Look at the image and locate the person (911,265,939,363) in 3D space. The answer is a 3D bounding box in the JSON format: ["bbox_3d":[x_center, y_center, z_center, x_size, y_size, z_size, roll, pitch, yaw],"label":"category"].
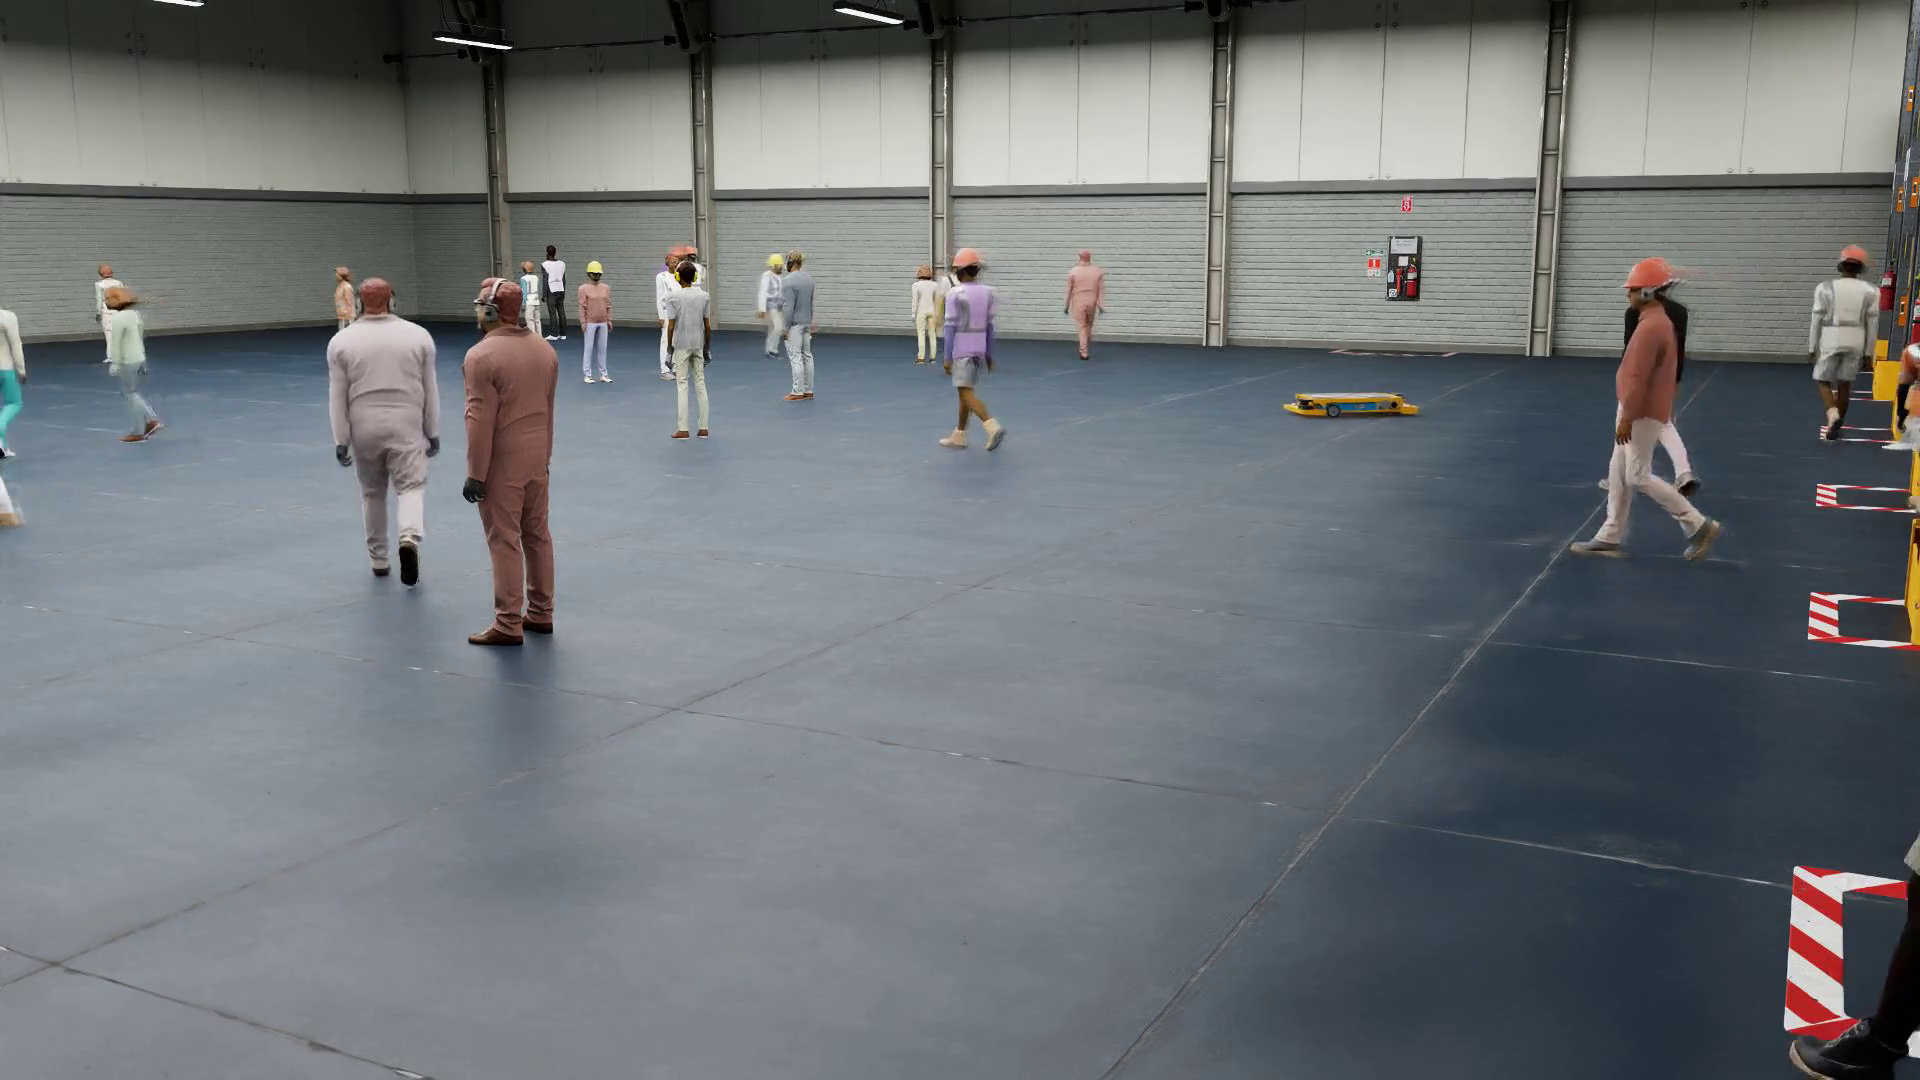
[{"bbox_3d":[-0.584,-3.771,27.810,0.503,1.633,0.280,-6,12,-29],"label":"person"}]

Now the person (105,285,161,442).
[{"bbox_3d":[-8.569,-1.809,17.132,0.336,1.616,0.521,-1,10,-6],"label":"person"}]

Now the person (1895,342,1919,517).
[{"bbox_3d":[7.167,-0.923,12.208,0.541,1.638,0.858,4,11,23],"label":"person"}]

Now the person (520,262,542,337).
[{"bbox_3d":[-8.073,-4.406,31.263,0.315,1.636,0.515,4,11,19],"label":"person"}]

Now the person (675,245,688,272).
[{"bbox_3d":[-5.609,-5.063,34.079,0.787,1.911,0.567,3,11,16],"label":"person"}]

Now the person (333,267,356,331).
[{"bbox_3d":[-9.696,-3.489,26.257,0.307,1.639,0.529,-7,12,-32],"label":"person"}]

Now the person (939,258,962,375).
[{"bbox_3d":[0.000,-3.385,25.235,0.529,1.800,0.909,-7,13,-35],"label":"person"}]

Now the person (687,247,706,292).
[{"bbox_3d":[-5.083,-4.602,31.634,0.372,1.907,0.571,9,14,42],"label":"person"}]

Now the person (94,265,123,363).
[{"bbox_3d":[-14.241,-3.789,27.893,0.312,1.638,0.512,6,12,29],"label":"person"}]

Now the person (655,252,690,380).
[{"bbox_3d":[-4.253,-3.322,24.678,0.362,1.883,0.576,8,13,37],"label":"person"}]

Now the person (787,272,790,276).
[{"bbox_3d":[-3.424,-4.927,33.894,0.916,1.717,0.535,4,11,22],"label":"person"}]

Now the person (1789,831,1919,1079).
[{"bbox_3d":[2.488,0.503,3.807,0.684,1.915,0.930,-6,12,-30],"label":"person"}]

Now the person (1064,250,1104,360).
[{"bbox_3d":[2.109,-4.058,28.743,0.673,1.855,0.960,-2,11,-13],"label":"person"}]

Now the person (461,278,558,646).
[{"bbox_3d":[-2.373,-0.405,8.698,0.408,1.913,0.642,4,11,22],"label":"person"}]

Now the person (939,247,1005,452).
[{"bbox_3d":[0.130,-1.869,16.411,0.614,2.018,0.915,-10,14,-44],"label":"person"}]

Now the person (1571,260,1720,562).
[{"bbox_3d":[4.499,-0.823,10.799,0.835,1.973,0.614,5,11,25],"label":"person"}]

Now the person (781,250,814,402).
[{"bbox_3d":[-2.091,-2.738,21.340,0.353,1.937,0.635,5,12,26],"label":"person"}]

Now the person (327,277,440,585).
[{"bbox_3d":[-3.514,-0.660,10.189,0.648,1.877,0.809,-3,11,-17],"label":"person"}]

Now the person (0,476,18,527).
[{"bbox_3d":[-7.332,-0.935,11.921,0.956,1.791,0.662,-3,11,-16],"label":"person"}]

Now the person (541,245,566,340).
[{"bbox_3d":[-8.305,-5.057,34.041,0.392,1.920,0.587,7,13,35],"label":"person"}]

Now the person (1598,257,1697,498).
[{"bbox_3d":[5.668,-1.311,13.529,0.630,1.958,0.963,-3,11,-16],"label":"person"}]

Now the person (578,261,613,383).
[{"bbox_3d":[-5.258,-3.143,24.047,0.343,1.756,0.518,10,14,44],"label":"person"}]

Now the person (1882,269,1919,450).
[{"bbox_3d":[9.659,-1.815,16.430,0.790,1.897,0.596,4,11,19],"label":"person"}]

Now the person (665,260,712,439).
[{"bbox_3d":[-2.853,-1.987,17.436,0.514,1.872,0.328,-7,12,-32],"label":"person"}]

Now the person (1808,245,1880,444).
[{"bbox_3d":[8.950,-1.967,16.869,0.611,2.027,0.537,3,11,17],"label":"person"}]

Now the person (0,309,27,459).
[{"bbox_3d":[-9.139,-1.614,15.703,0.538,1.753,0.558,0,10,-2],"label":"person"}]

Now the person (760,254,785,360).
[{"bbox_3d":[-3.134,-3.984,28.476,0.538,1.808,0.613,4,11,19],"label":"person"}]

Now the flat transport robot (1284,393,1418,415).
[{"bbox_3d":[4.655,-1.628,19.833,1.431,0.197,0.652,-2,10,-7],"label":"flat transport robot"}]
